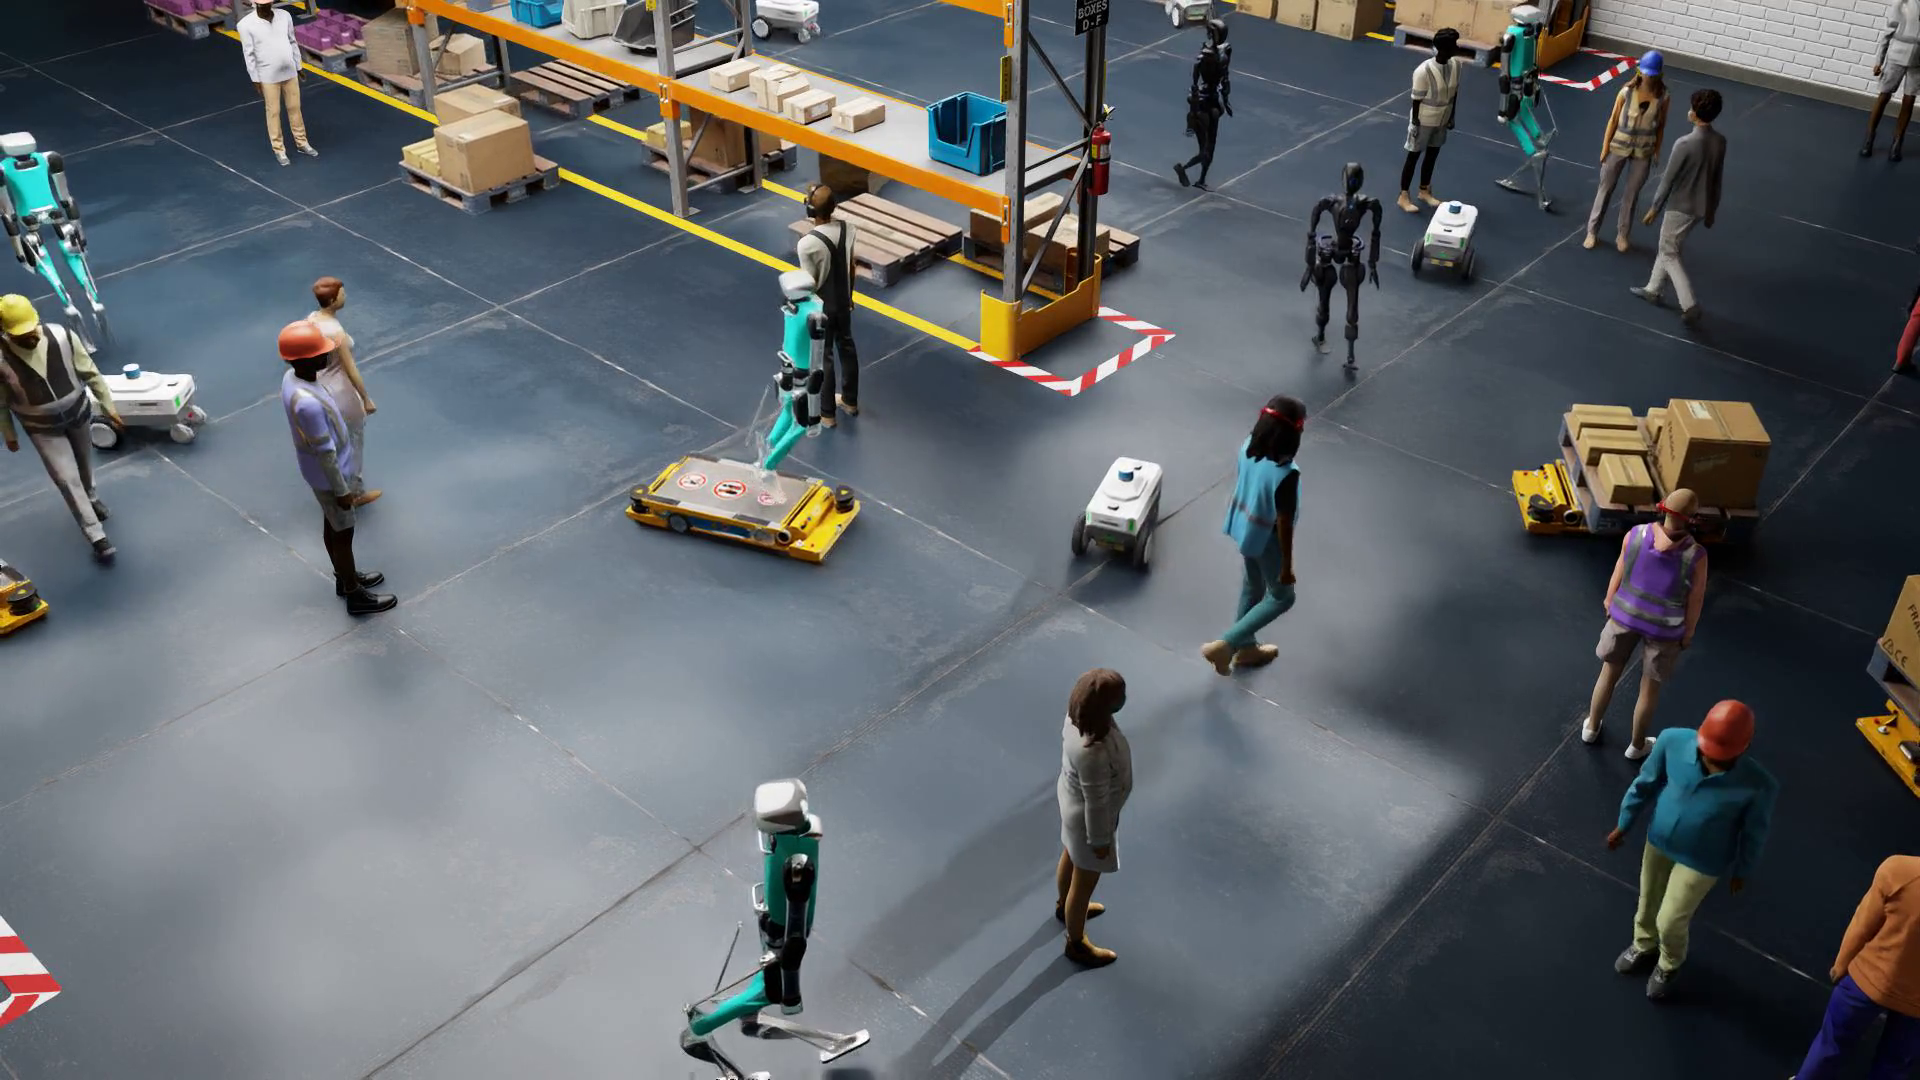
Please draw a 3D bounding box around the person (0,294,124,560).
[{"bbox_3d":[-5.721,-0.759,10.577,0.872,1.783,0.631,29,44,35],"label":"person"}]

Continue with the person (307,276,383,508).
[{"bbox_3d":[-4.099,-0.975,11.012,0.398,1.637,0.489,-29,44,-35],"label":"person"}]

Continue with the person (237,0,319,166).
[{"bbox_3d":[-6.576,-4.517,16.046,0.341,1.749,0.568,26,42,32],"label":"person"}]

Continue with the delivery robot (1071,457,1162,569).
[{"bbox_3d":[1.063,-0.198,10.861,0.499,0.613,0.811,13,37,17],"label":"delivery robot"}]

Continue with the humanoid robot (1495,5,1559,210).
[{"bbox_3d":[5.284,-3.884,15.218,0.573,1.858,0.864,-27,43,-33],"label":"humanoid robot"}]

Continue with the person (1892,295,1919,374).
[{"bbox_3d":[7.416,-1.994,12.390,0.334,1.758,0.523,-15,38,-21],"label":"person"}]

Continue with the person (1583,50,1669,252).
[{"bbox_3d":[5.772,-3.337,14.314,0.479,1.776,0.319,8,35,11],"label":"person"}]

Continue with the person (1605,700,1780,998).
[{"bbox_3d":[3.268,1.382,7.518,0.446,1.731,0.578,-23,41,-29],"label":"person"}]

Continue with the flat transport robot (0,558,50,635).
[{"bbox_3d":[-6.388,0.277,10.409,1.431,0.231,0.659,24,41,31],"label":"flat transport robot"}]

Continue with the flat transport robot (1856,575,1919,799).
[{"bbox_3d":[5.817,1.124,9.182,1.431,0.231,0.659,-4,35,-6],"label":"flat transport robot"}]

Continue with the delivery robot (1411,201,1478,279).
[{"bbox_3d":[4.228,-2.629,14.353,0.504,0.579,0.738,14,37,19],"label":"delivery robot"}]

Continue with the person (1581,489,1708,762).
[{"bbox_3d":[3.671,0.455,8.894,0.478,1.690,0.348,24,41,31],"label":"person"}]

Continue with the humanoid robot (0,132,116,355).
[{"bbox_3d":[-6.842,-2.138,12.682,0.536,1.858,0.732,-29,44,-35],"label":"humanoid robot"}]

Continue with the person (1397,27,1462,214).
[{"bbox_3d":[4.268,-3.807,15.073,0.534,1.692,0.319,-18,38,-24],"label":"person"}]

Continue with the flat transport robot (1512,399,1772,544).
[{"bbox_3d":[4.506,-0.257,11.183,1.431,0.231,0.659,4,35,5],"label":"flat transport robot"}]

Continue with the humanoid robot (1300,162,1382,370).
[{"bbox_3d":[2.902,-2.072,12.590,0.603,1.632,0.727,1,35,1],"label":"humanoid robot"}]

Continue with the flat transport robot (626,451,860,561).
[{"bbox_3d":[-1.458,-0.238,11.155,1.431,0.231,0.659,12,36,17],"label":"flat transport robot"}]

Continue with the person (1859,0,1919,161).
[{"bbox_3d":[9.155,-4.636,16.072,0.549,1.924,0.387,14,37,19],"label":"person"}]

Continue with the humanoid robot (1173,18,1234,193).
[{"bbox_3d":[2.287,-4.026,15.409,0.365,1.645,0.616,28,43,34],"label":"humanoid robot"}]

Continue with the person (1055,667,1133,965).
[{"bbox_3d":[0.625,1.263,7.752,0.335,1.659,0.499,-3,35,-4],"label":"person"}]

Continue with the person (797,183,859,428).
[{"bbox_3d":[-0.947,-1.666,11.836,0.345,1.846,0.504,29,44,35],"label":"person"}]

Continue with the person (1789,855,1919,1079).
[{"bbox_3d":[3.817,1.782,6.736,0.513,1.974,0.406,18,39,24],"label":"person"}]

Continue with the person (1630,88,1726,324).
[{"bbox_3d":[5.816,-2.622,13.213,0.547,1.864,0.783,-15,37,-21],"label":"person"}]

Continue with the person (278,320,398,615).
[{"bbox_3d":[-3.763,-0.432,9.968,0.358,1.939,0.542,-18,38,-24],"label":"person"}]

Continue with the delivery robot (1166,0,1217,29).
[{"bbox_3d":[2.749,-6.464,19.940,0.499,0.614,0.812,-8,35,-12],"label":"delivery robot"}]

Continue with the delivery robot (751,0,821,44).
[{"bbox_3d":[-2.040,-6.146,19.464,0.781,0.595,0.499,14,37,20],"label":"delivery robot"}]

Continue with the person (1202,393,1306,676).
[{"bbox_3d":[1.670,0.015,9.399,0.514,1.850,0.588,-14,37,-19],"label":"person"}]

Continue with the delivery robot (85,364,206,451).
[{"bbox_3d":[-5.892,-0.986,11.981,0.777,0.587,0.499,-1,35,-1],"label":"delivery robot"}]

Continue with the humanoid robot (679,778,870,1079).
[{"bbox_3d":[-0.858,1.739,6.982,0.969,1.734,0.547,-6,35,-8],"label":"humanoid robot"}]

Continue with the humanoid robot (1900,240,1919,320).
[{"bbox_3d":[7.899,-2.461,13.151,0.596,1.643,0.488,-3,35,-4],"label":"humanoid robot"}]

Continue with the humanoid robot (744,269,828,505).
[{"bbox_3d":[-1.187,-0.844,10.754,0.700,1.806,0.537,-17,38,-23],"label":"humanoid robot"}]
